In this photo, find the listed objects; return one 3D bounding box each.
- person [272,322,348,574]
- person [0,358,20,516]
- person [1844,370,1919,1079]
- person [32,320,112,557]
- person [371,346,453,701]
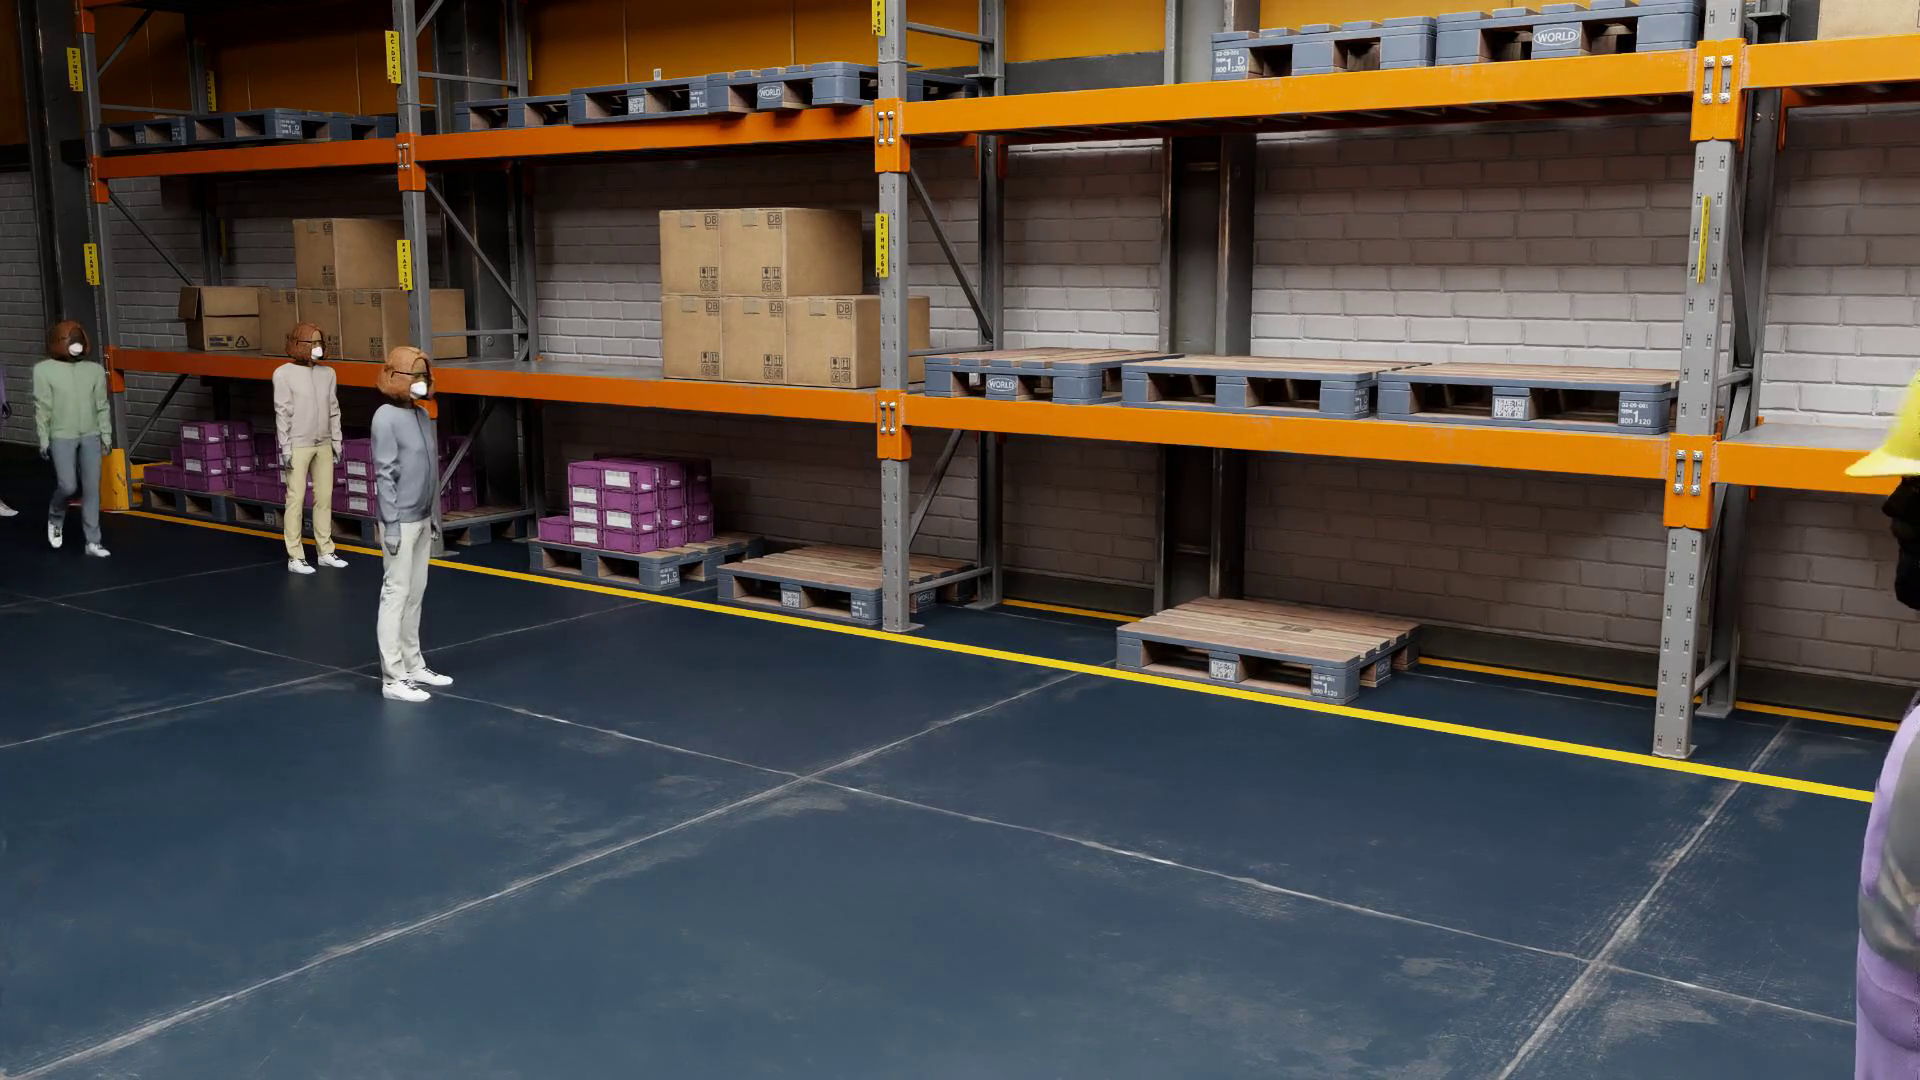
[{"bbox_3d":[-4.237,-0.599,10.846,0.277,1.629,0.497,5,11,29],"label":"person"},{"bbox_3d":[-7.696,-1.096,12.965,0.409,1.907,0.651,3,10,19],"label":"person"},{"bbox_3d":[1.301,0.706,2.185,0.392,1.923,0.618,6,11,33],"label":"person"},{"bbox_3d":[-6.064,-0.692,11.379,0.435,1.621,0.514,7,12,34],"label":"person"},{"bbox_3d":[-2.553,-0.081,7.729,0.282,1.631,0.503,1,10,5],"label":"person"}]
